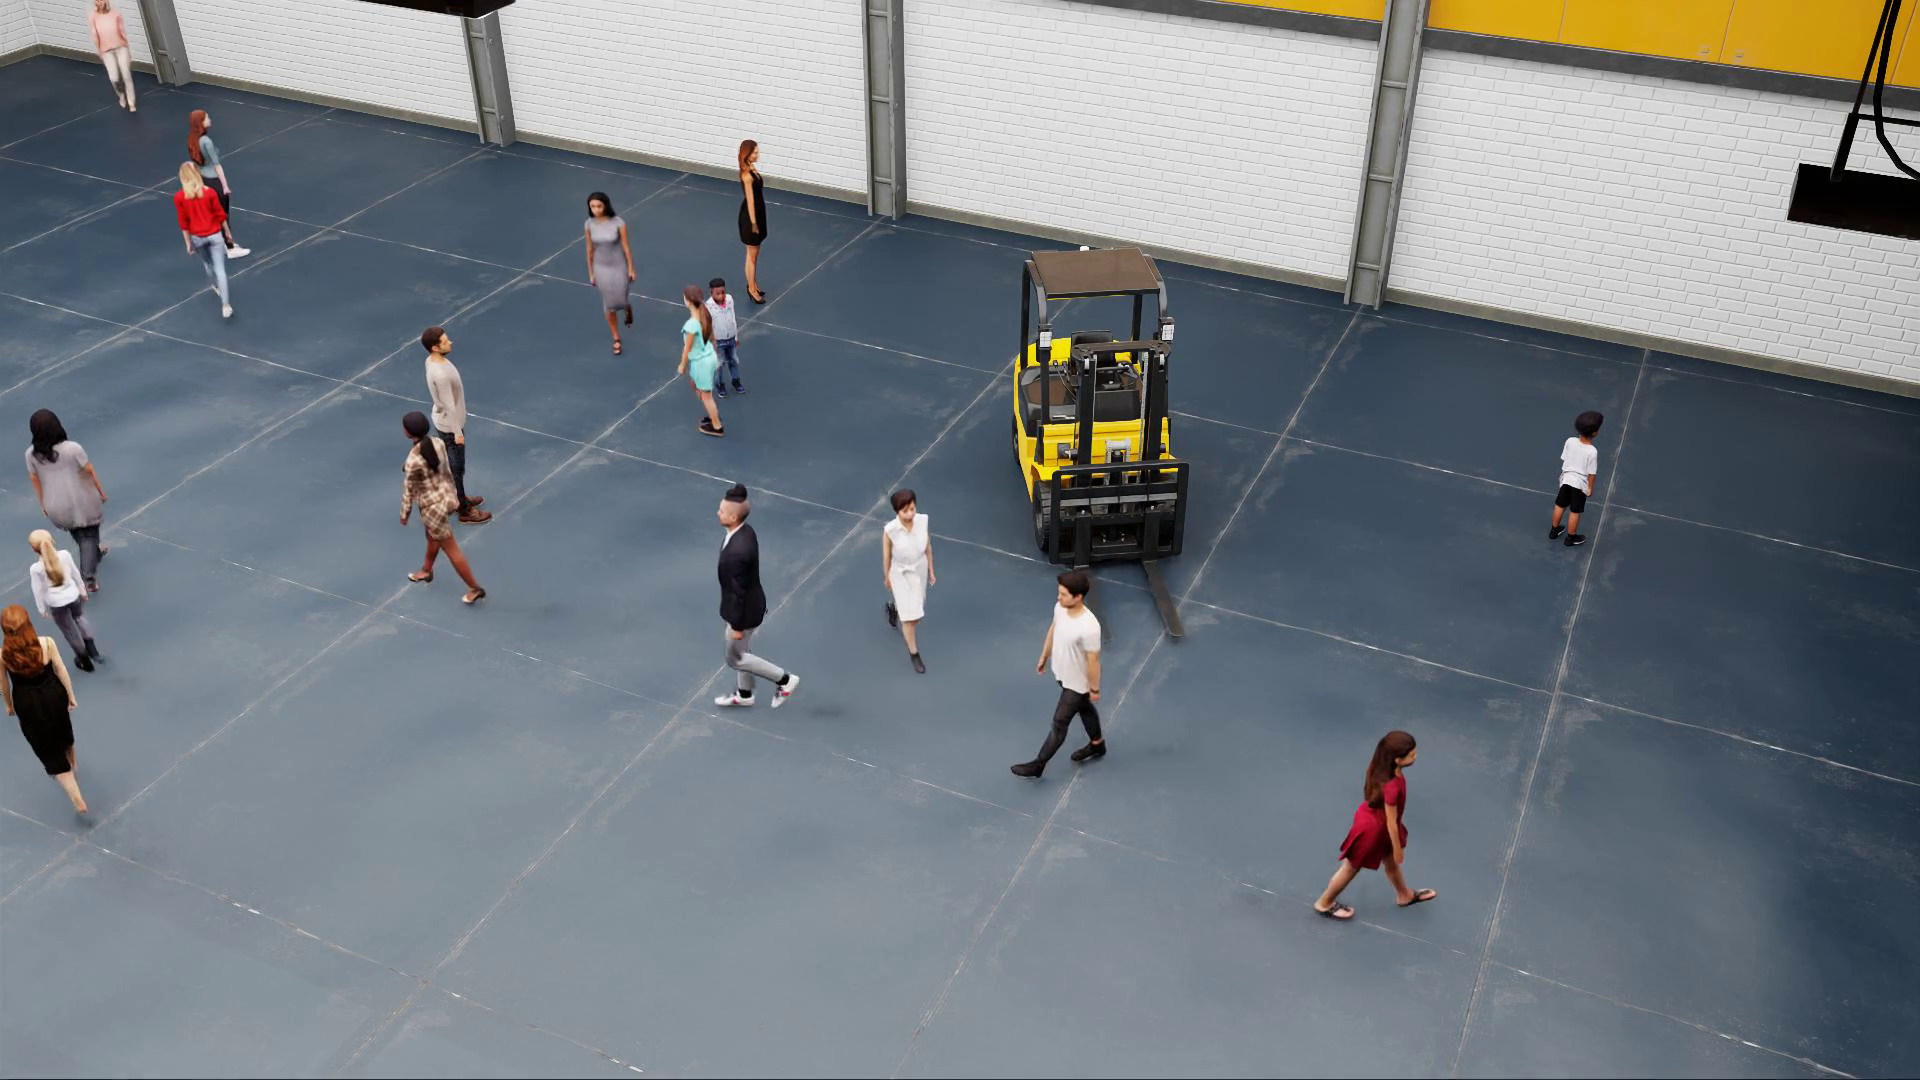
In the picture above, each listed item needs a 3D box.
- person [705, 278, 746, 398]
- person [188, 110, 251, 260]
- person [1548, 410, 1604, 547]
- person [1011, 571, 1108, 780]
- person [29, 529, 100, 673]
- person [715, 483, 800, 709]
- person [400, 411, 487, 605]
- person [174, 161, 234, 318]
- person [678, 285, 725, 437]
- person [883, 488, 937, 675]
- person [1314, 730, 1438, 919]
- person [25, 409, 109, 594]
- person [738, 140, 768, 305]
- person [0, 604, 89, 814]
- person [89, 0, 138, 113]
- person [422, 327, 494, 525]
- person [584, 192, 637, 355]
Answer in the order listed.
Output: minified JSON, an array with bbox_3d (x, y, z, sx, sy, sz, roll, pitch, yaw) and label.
[{"bbox_3d":[-2.365,-2.042,16.555,0.573,1.257,0.619,-19,38,-26],"label":"person"},{"bbox_3d":[-8.631,-4.119,19.241,0.551,1.742,0.701,26,41,33],"label":"person"},{"bbox_3d":[5.294,-0.533,14.282,0.626,1.261,0.542,-22,40,-30],"label":"person"},{"bbox_3d":[0.879,0.924,11.703,1.106,1.689,1.047,-12,35,-17],"label":"person"},{"bbox_3d":[-6.832,0.484,12.740,0.567,1.274,0.549,23,40,31],"label":"person"},{"bbox_3d":[-1.514,0.459,12.175,1.047,1.941,0.958,-4,34,-6],"label":"person"},{"bbox_3d":[-4.117,-0.202,13.337,1.019,1.755,0.661,10,35,14],"label":"person"},{"bbox_3d":[-8.107,-3.202,17.940,1.110,1.655,1.197,-13,36,-18],"label":"person"},{"bbox_3d":[-2.376,-1.662,15.724,0.597,1.544,0.564,12,35,17],"label":"person"},{"bbox_3d":[-0.425,0.236,12.884,0.891,1.526,1.052,-19,38,-26],"label":"person"},{"bbox_3d":[2.547,1.823,10.509,1.077,1.513,0.772,3,34,5],"label":"person"},{"bbox_3d":[-7.295,-0.285,13.626,1.091,1.574,1.031,-4,34,-5],"label":"person"},{"bbox_3d":[-2.267,-3.485,18.205,0.667,1.834,0.665,-1,34,-1],"label":"person"},{"bbox_3d":[-6.275,1.186,11.401,0.860,1.587,1.145,-26,42,-34],"label":"person"},{"bbox_3d":[-11.942,-6.936,23.505,0.748,1.714,0.802,-15,37,-22],"label":"person"},{"bbox_3d":[-4.435,-1.009,14.451,0.805,1.866,0.723,-15,36,-21],"label":"person"},{"bbox_3d":[-3.586,-2.798,17.233,0.846,1.767,0.859,-3,34,-4],"label":"person"}]
